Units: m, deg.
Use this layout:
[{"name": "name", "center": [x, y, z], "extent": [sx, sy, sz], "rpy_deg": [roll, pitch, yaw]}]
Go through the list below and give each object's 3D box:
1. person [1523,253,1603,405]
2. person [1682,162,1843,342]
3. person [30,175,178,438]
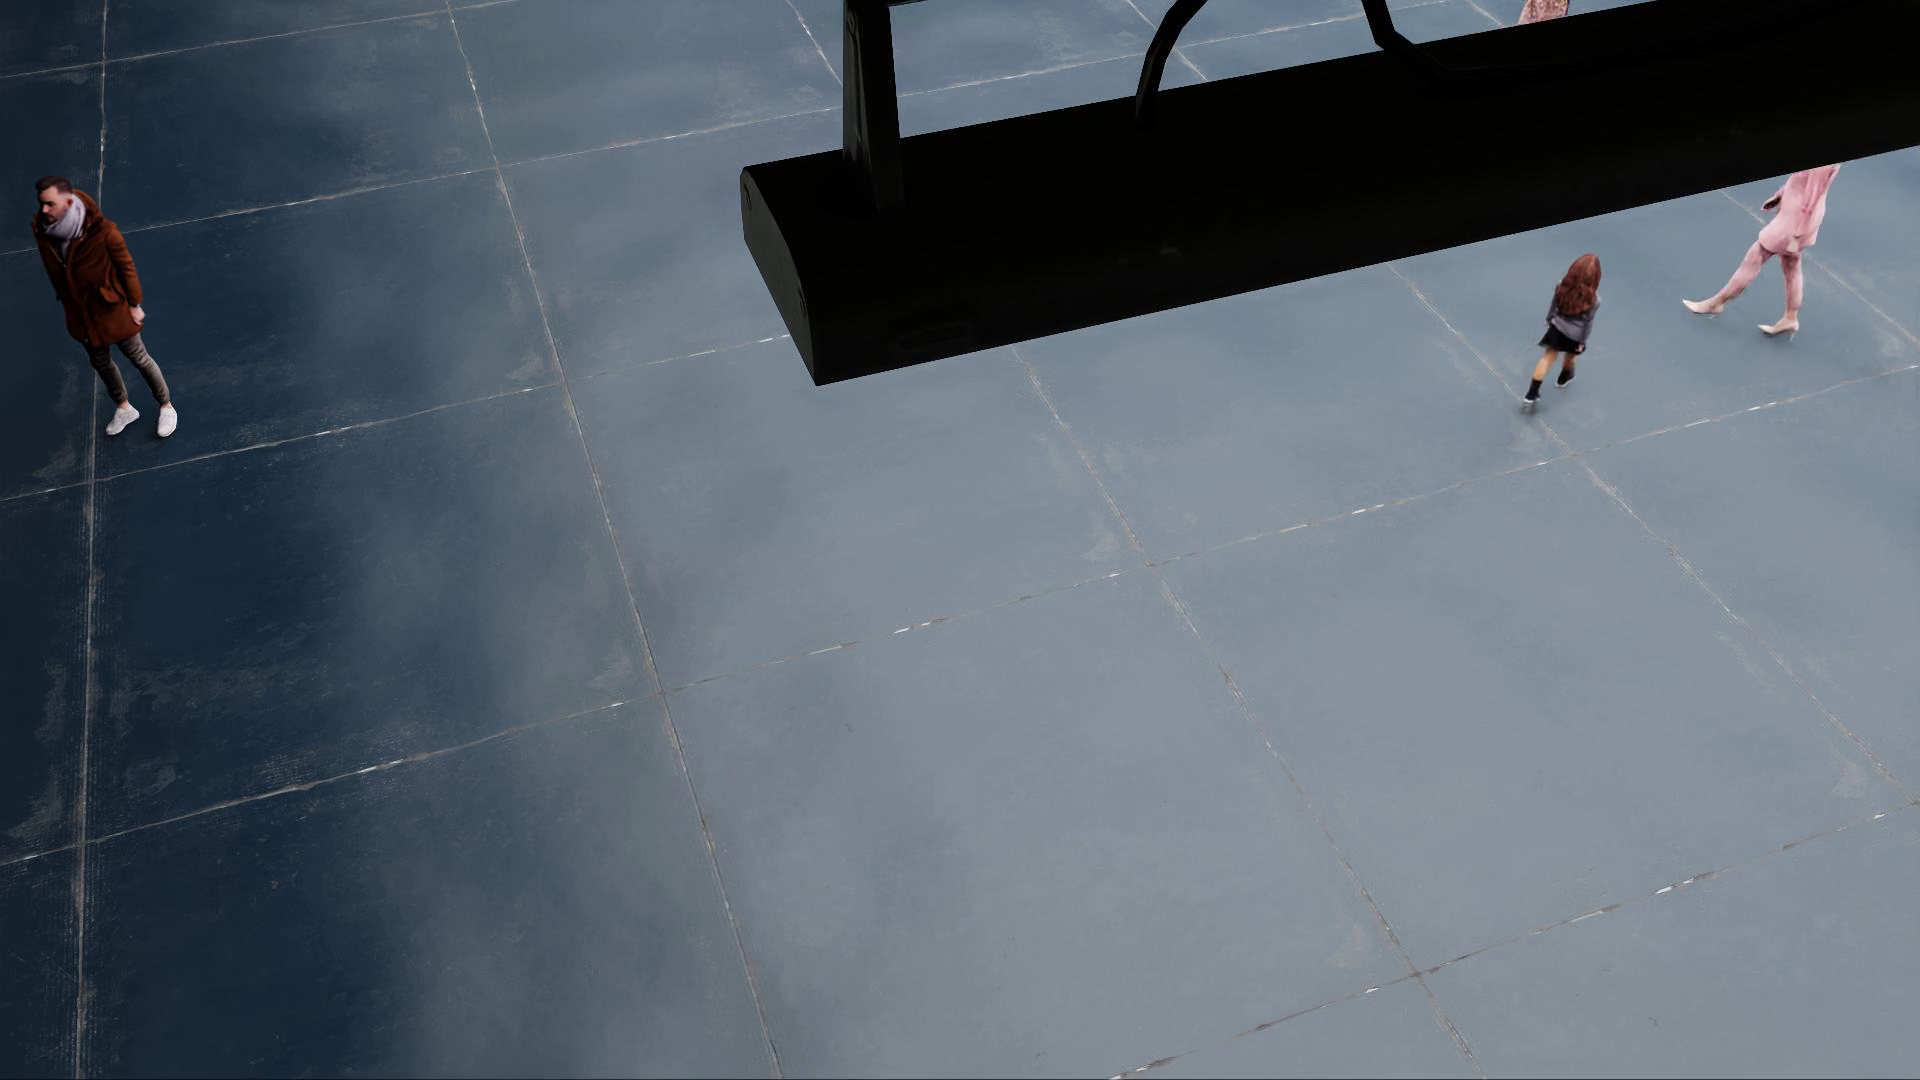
[{"name": "person", "center": [3.917, -1.349, 10.803], "extent": [0.804, 1.083, 0.757], "rpy_deg": [31, 51, 29]}, {"name": "person", "center": [5.654, -2.091, 11.094], "extent": [1.096, 1.769, 0.967], "rpy_deg": [24, 48, 24]}, {"name": "person", "center": [-5.352, -1.450, 10.357], "extent": [0.816, 1.839, 0.837], "rpy_deg": [1, 43, 1]}]
